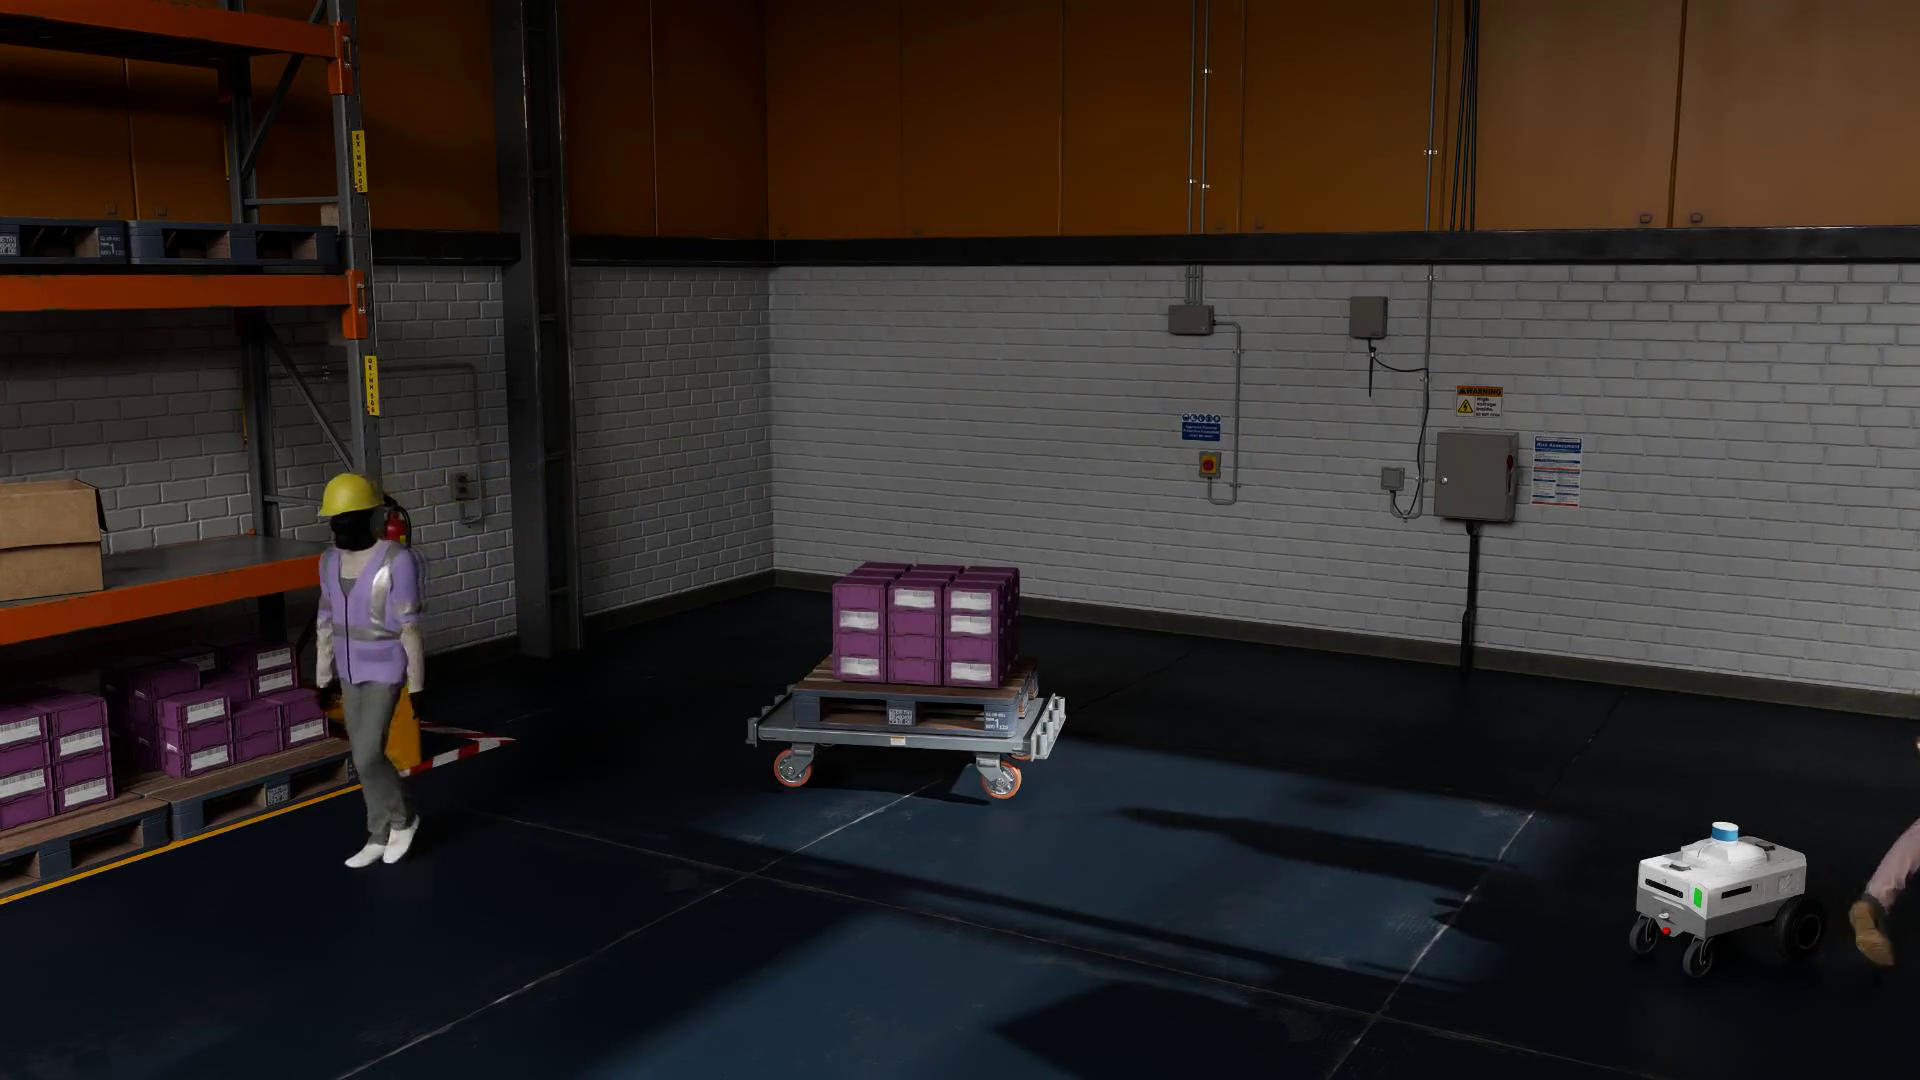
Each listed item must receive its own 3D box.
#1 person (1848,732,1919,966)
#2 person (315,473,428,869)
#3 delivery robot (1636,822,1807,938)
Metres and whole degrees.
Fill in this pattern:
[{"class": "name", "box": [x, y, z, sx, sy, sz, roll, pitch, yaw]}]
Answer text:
[{"class": "person", "box": [4.072, 0.800, 6.718, 0.907, 1.957, 0.649, -2, 9, -14]}, {"class": "person", "box": [-2.821, 0.631, 7.885, 0.607, 1.907, 0.426, 5, 10, 29]}, {"class": "delivery robot", "box": [3.163, 1.417, 6.911, 0.707, 0.478, 0.477, -5, 10, -27]}]
